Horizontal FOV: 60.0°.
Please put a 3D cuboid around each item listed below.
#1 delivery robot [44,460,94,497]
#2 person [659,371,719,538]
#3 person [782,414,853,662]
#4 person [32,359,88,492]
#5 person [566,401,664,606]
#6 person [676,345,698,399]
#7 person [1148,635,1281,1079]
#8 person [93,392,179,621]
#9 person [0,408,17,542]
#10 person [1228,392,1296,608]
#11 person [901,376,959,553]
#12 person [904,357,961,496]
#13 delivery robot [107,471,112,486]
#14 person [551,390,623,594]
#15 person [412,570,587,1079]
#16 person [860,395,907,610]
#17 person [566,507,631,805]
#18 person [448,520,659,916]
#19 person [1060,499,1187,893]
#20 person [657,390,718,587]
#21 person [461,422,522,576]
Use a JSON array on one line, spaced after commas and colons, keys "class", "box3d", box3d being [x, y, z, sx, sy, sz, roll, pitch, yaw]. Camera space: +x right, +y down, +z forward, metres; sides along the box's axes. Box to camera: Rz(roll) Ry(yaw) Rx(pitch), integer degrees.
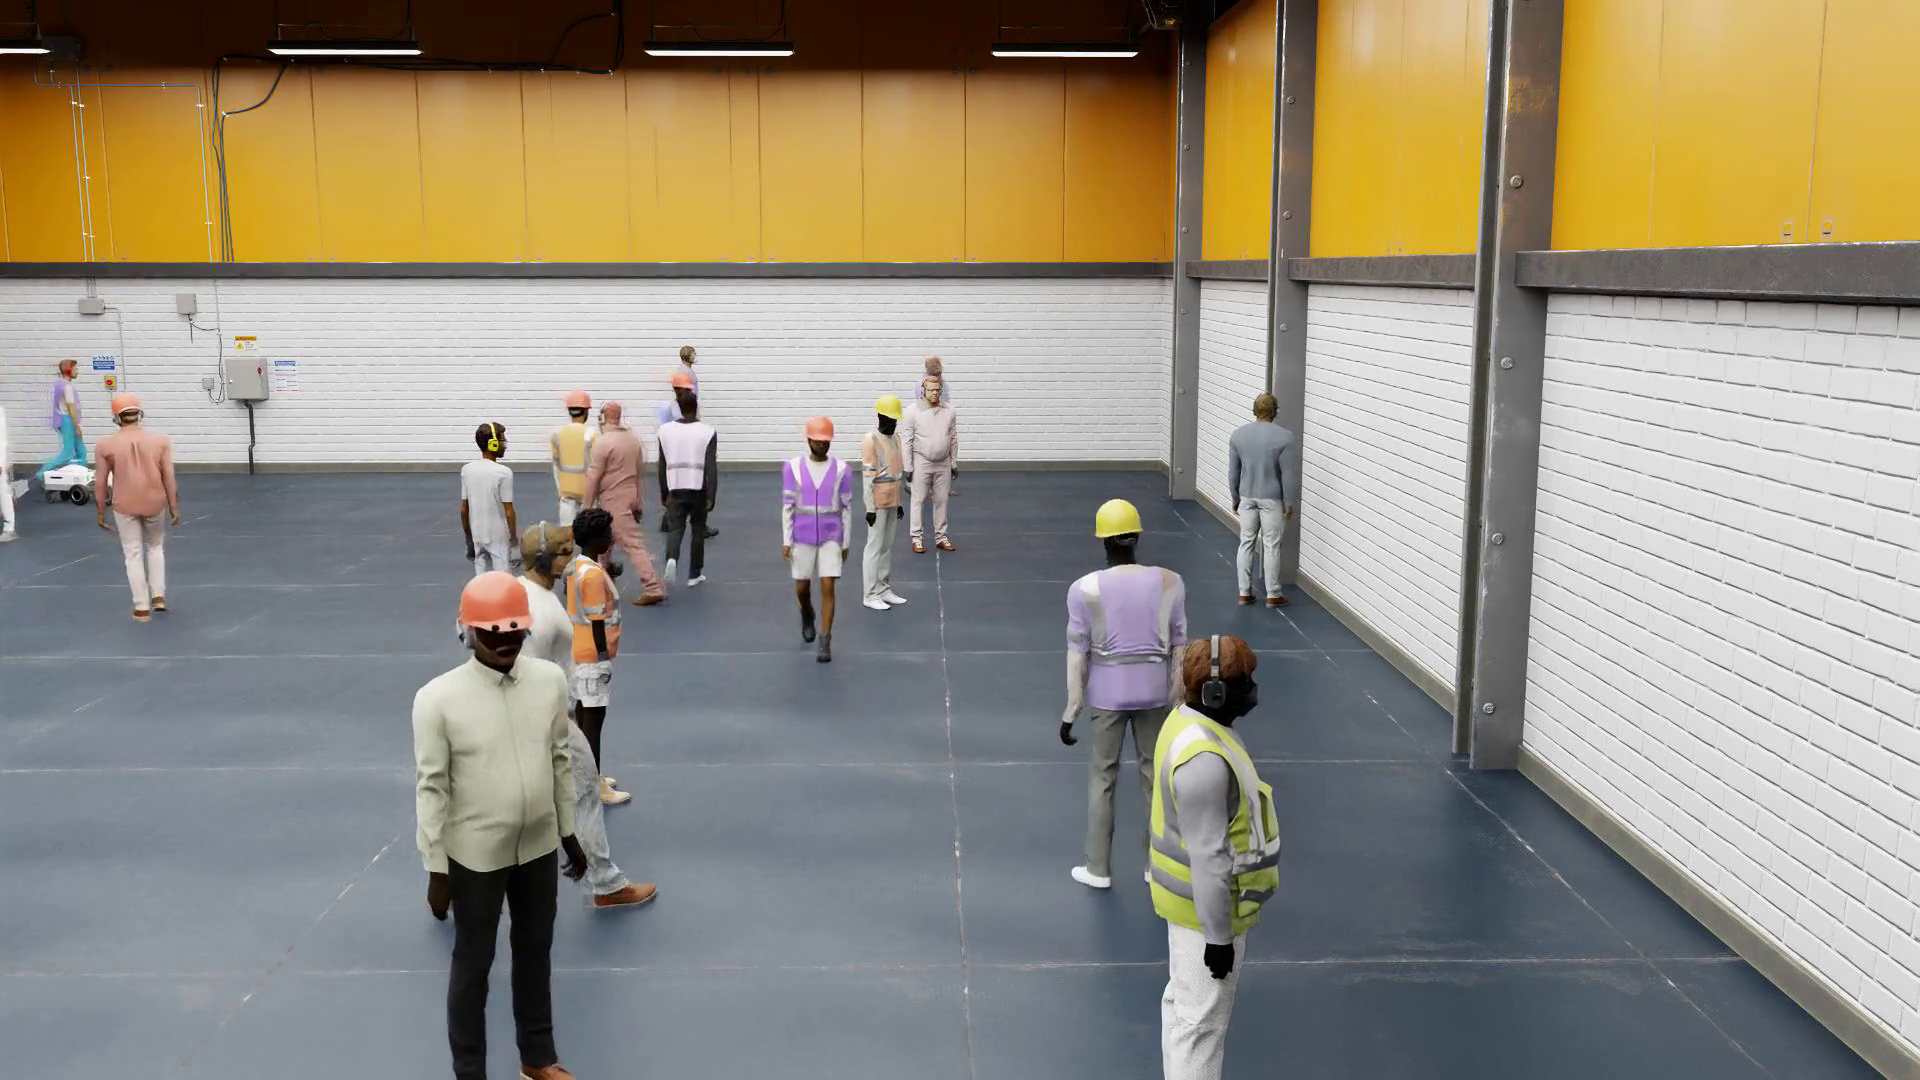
[{"class": "delivery robot", "box3d": [-11.484, -0.795, 21.553, 0.707, 0.478, 0.477, 2, 9, 12]}, {"class": "person", "box3d": [-3.110, -0.967, 18.840, 0.980, 1.884, 0.561, 7, 11, 36]}, {"class": "person", "box3d": [-1.116, -0.040, 13.038, 0.559, 1.923, 0.726, -1, 9, -4]}, {"class": "person", "box3d": [-12.181, -1.545, 22.585, 0.781, 1.819, 0.578, -5, 11, -29]}, {"class": "person", "box3d": [-3.112, -0.323, 15.026, 1.015, 1.847, 0.628, 2, 10, 14]}, {"class": "person", "box3d": [-3.919, -1.838, 24.005, 0.370, 1.940, 0.630, -1, 9, -6]}, {"class": "person", "box3d": [0.845, 1.220, 5.554, 0.429, 1.845, 0.621, 0, 9, 2]}, {"class": "person", "box3d": [-7.149, -0.292, 14.419, 0.645, 1.968, 0.601, -7, 12, -36]}, {"class": "person", "box3d": [-10.688, -0.835, 18.177, 0.585, 1.833, 0.980, 0, 9, -1]}, {"class": "person", "box3d": [2.709, -0.359, 14.935, 0.629, 1.940, 0.378, 6, 11, 34]}, {"class": "person", "box3d": [-0.304, -0.806, 17.810, 0.648, 1.903, 0.399, -5, 10, -27]}, {"class": "person", "box3d": [-0.362, -1.490, 22.086, 0.556, 1.880, 0.700, 6, 11, 31]}, {"class": "delivery robot", "box3d": [-10.746, -0.783, 21.484, 0.707, 0.478, 0.477, -2, 9, -14]}, {"class": "person", "box3d": [-3.557, -0.472, 15.760, 0.557, 1.892, 0.878, 2, 10, 13]}, {"class": "person", "box3d": [-1.620, 1.084, 5.919, 0.393, 1.991, 0.622, 9, 13, 43]}, {"class": "person", "box3d": [-0.663, -0.341, 14.891, 0.389, 1.916, 0.591, 4, 10, 26]}, {"class": "person", "box3d": [-2.085, 0.655, 9.467, 0.321, 1.695, 0.529, -4, 10, -24]}, {"class": "person", "box3d": [-1.983, 0.843, 7.718, 1.002, 1.899, 0.636, -4, 10, -23]}, {"class": "person", "box3d": [0.803, 0.761, 8.154, 0.619, 1.912, 0.399, -1, 9, -8]}, {"class": "person", "box3d": [-2.593, -0.471, 15.786, 0.603, 1.886, 0.679, 1, 9, 7]}, {"class": "person", "box3d": [-3.595, 0.029, 12.793, 0.520, 1.865, 0.335, 5, 10, 26]}]
